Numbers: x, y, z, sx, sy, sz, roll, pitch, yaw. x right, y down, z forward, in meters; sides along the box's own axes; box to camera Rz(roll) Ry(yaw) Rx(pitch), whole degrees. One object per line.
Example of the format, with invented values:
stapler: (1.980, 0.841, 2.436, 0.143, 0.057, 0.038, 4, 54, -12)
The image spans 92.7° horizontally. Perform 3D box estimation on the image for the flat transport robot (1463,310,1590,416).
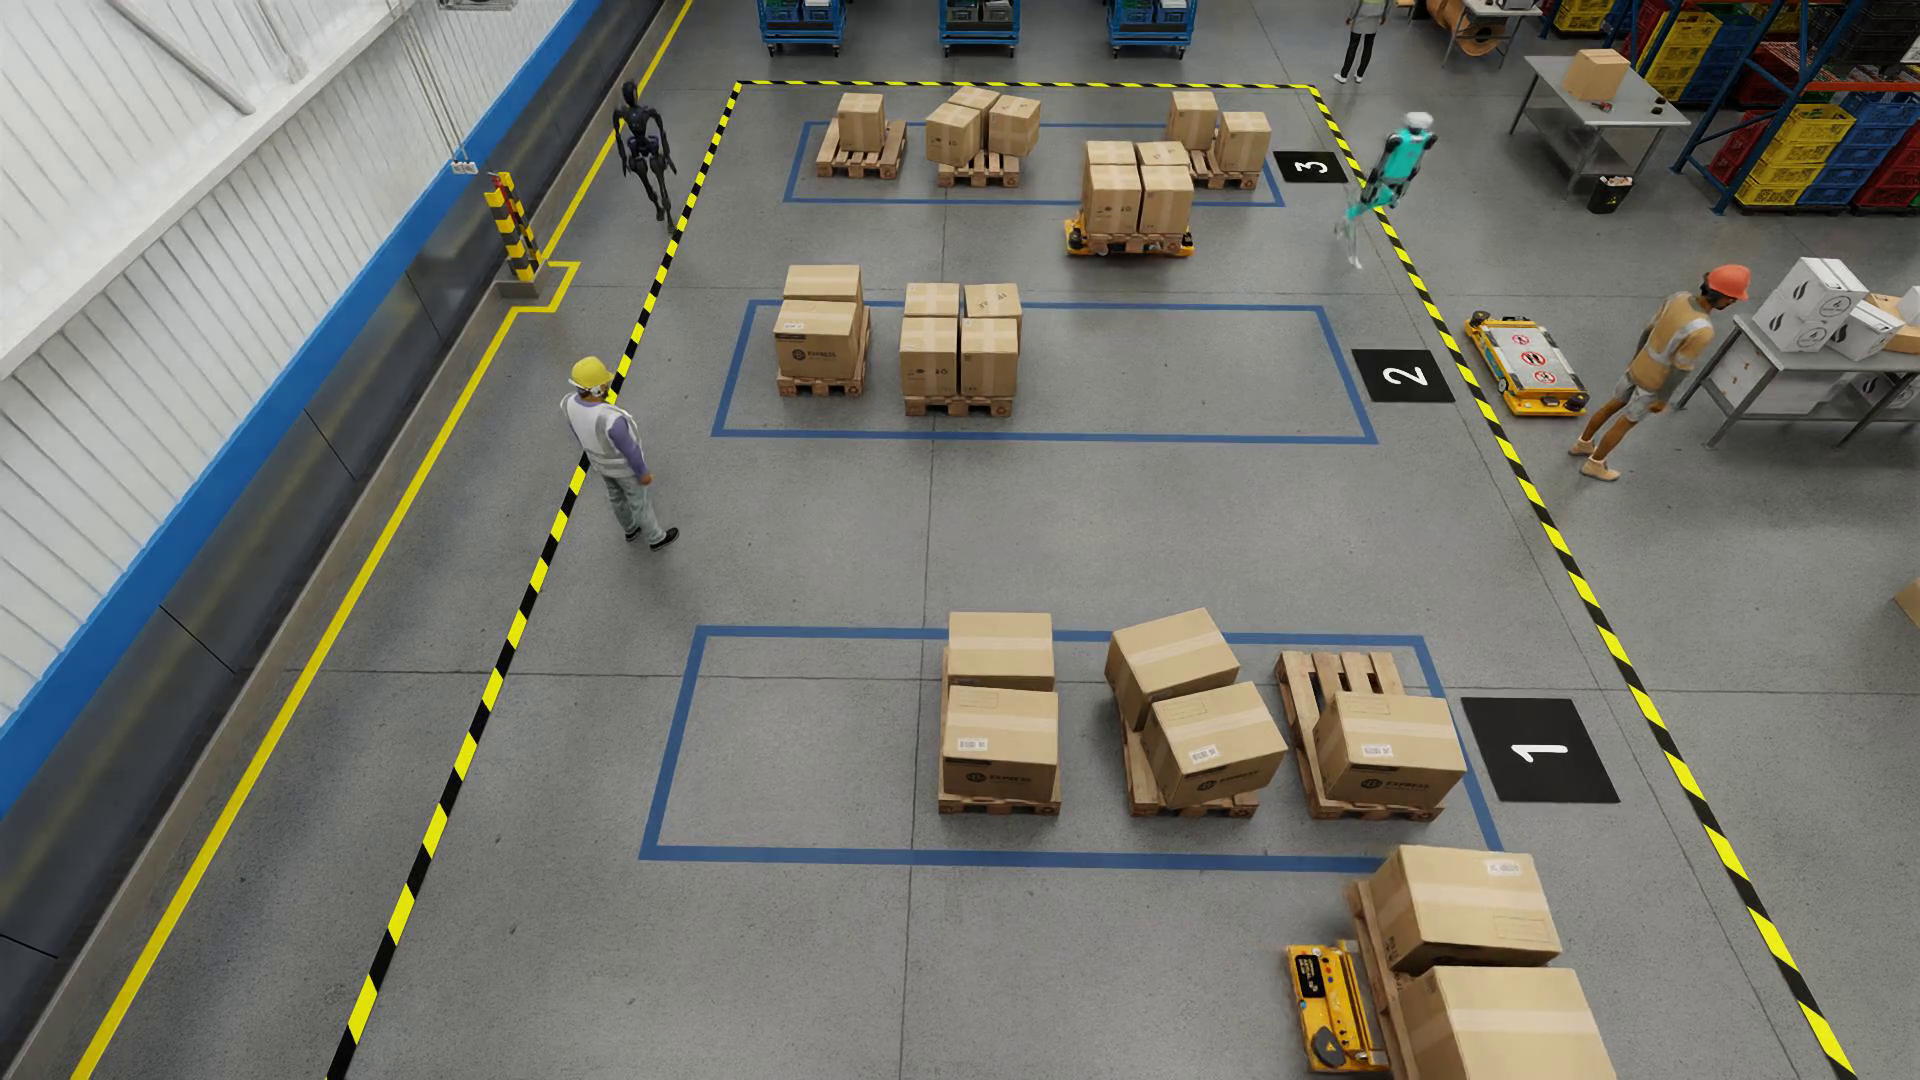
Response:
flat transport robot: (5.573, -1.757, 9.054, 0.659, 0.231, 1.431, 1, 49, 1)

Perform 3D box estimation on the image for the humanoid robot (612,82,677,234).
humanoid robot: (-3.537, -4.292, 10.328, 0.596, 1.633, 0.707, -8, 50, -7)

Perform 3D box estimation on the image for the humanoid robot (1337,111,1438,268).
humanoid robot: (4.459, -3.831, 9.887, 0.543, 1.798, 0.823, -11, 50, -9)

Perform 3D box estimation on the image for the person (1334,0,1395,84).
person: (5.760, -7.424, 12.912, 0.588, 1.852, 0.371, -2, 49, -1)

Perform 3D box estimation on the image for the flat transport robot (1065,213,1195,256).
flat transport robot: (1.953, -3.557, 10.594, 1.431, 0.197, 0.652, 1, 49, 1)

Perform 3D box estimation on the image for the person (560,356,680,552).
person: (-2.622, -0.625, 7.046, 0.586, 1.822, 0.404, 24, 53, 19)

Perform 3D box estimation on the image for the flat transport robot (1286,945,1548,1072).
flat transport robot: (2.668, 2.653, 5.218, 1.431, 0.197, 0.652, 1, 49, 1)

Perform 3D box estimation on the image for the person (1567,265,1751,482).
person: (5.722, -1.357, 7.539, 0.395, 2.037, 0.608, 5, 49, 4)
